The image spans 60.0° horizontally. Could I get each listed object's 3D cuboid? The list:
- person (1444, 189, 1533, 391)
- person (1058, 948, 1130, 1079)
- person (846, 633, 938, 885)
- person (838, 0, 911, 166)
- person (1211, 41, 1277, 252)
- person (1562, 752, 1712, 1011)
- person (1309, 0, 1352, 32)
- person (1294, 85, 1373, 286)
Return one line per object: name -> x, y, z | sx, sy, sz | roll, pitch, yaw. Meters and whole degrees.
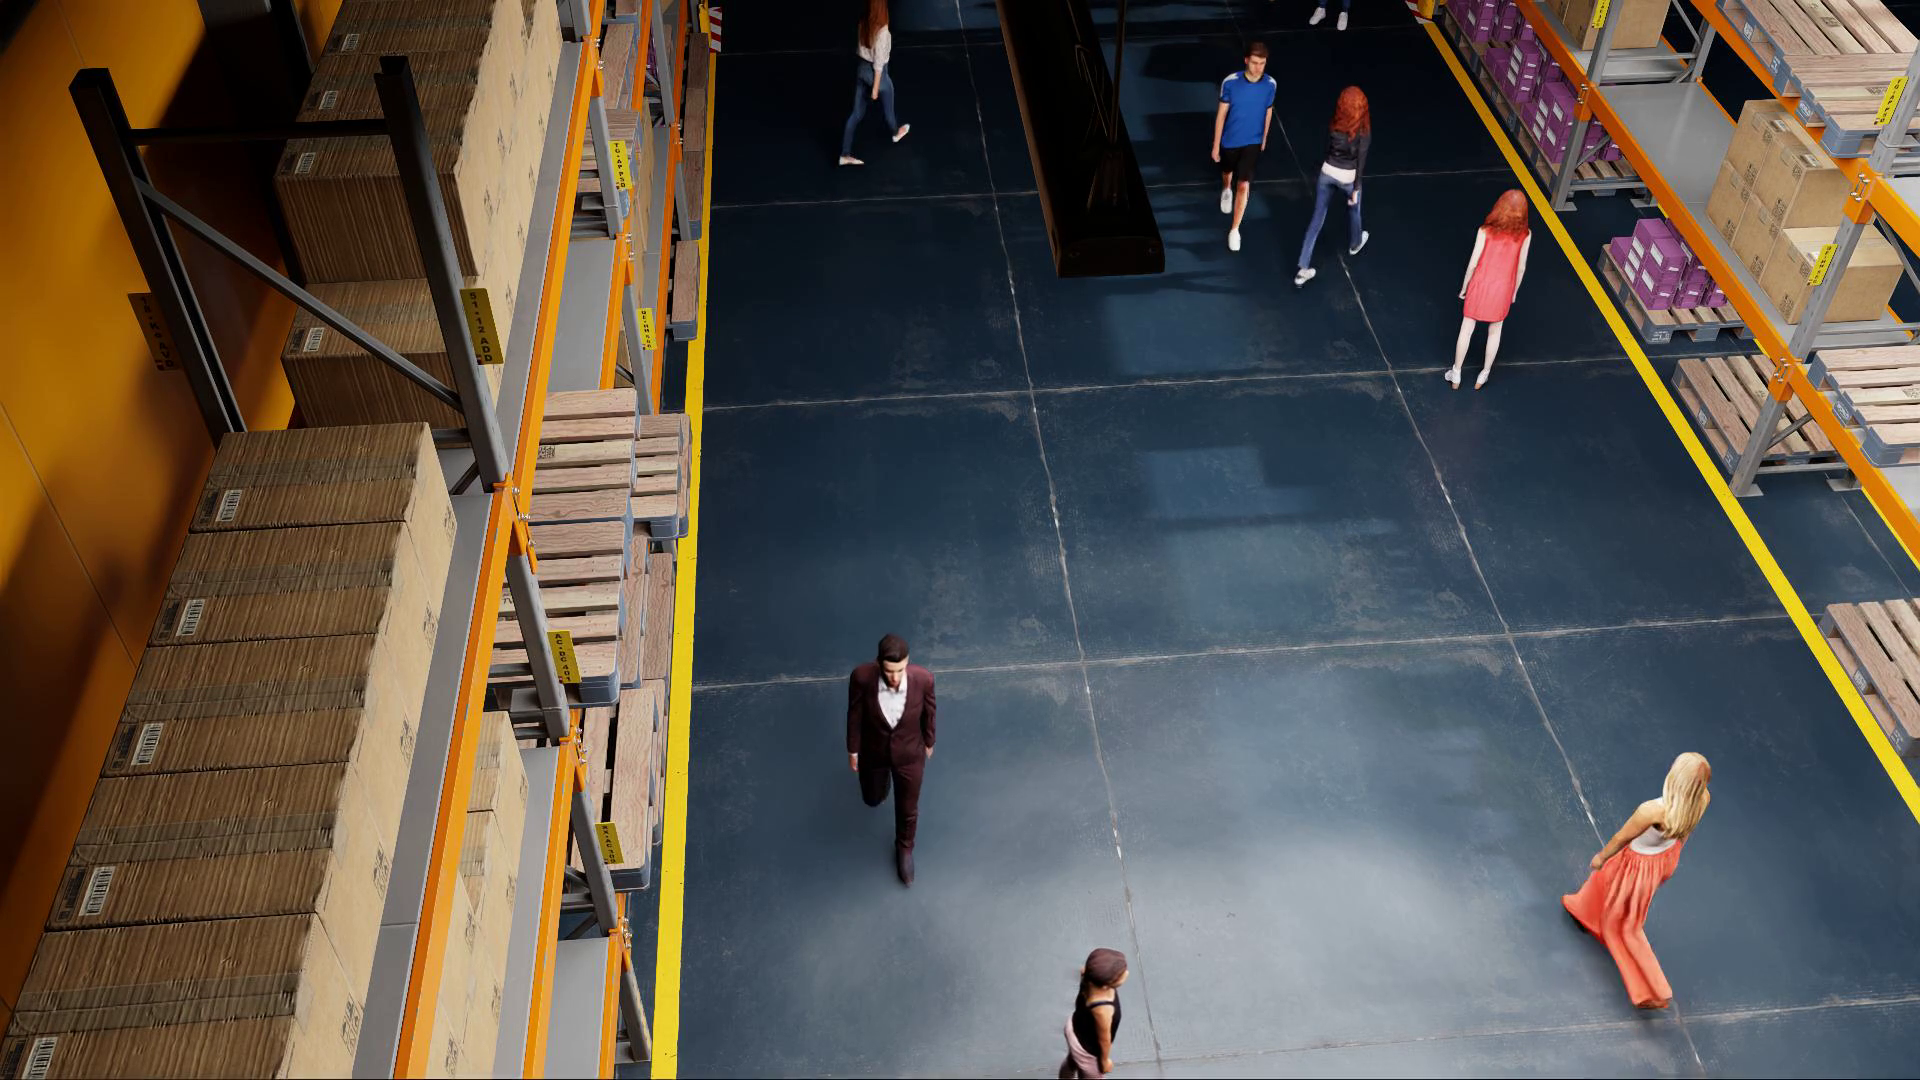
person -> 4.155, -1.949, 13.034 | 0.631, 1.826, 0.573 | 5, 44, 5
person -> 0.657, 2.555, 8.500 | 0.620, 1.558, 0.488 | -9, 44, -9
person -> -0.412, 1.163, 9.752 | 0.725, 1.847, 1.022 | -1, 44, -1
person -> -0.888, -4.283, 15.603 | 1.170, 1.662, 1.149 | -33, 53, -30
person -> 2.481, -3.599, 14.770 | 0.819, 1.821, 1.287 | 3, 44, 3
person -> 3.775, 1.851, 9.081 | 0.878, 1.776, 1.211 | -17, 46, -17
person -> 4.087, -6.357, 17.672 | 0.764, 1.811, 0.754 | 18, 46, 18
person -> 3.168, -2.973, 14.183 | 1.110, 1.723, 1.226 | 28, 50, 27
